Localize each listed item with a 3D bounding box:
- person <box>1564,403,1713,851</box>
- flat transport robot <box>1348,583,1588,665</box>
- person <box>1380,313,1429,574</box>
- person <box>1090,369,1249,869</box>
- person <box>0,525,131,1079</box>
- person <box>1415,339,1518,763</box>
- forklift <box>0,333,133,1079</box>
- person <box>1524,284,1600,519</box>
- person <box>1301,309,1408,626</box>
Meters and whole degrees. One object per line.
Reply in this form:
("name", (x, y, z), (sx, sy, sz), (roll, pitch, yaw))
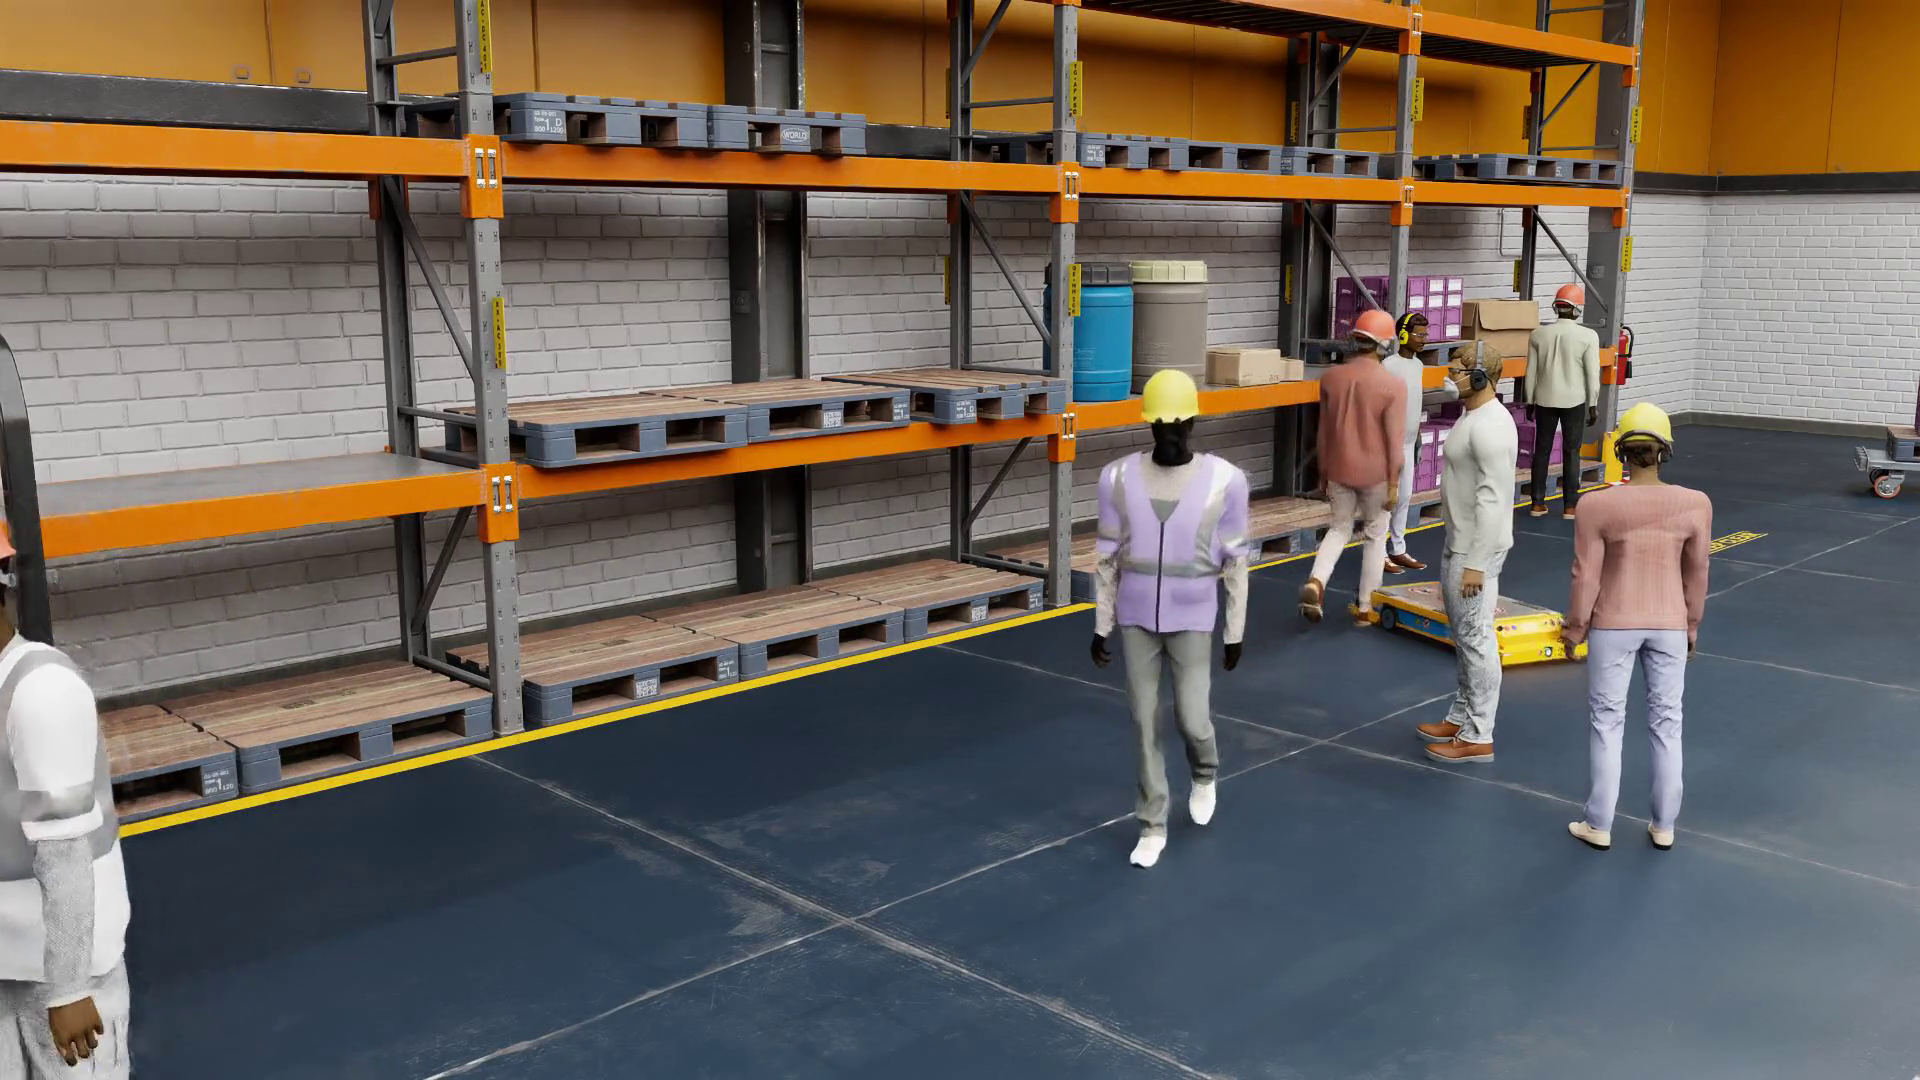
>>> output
("person", (2.638, 0.347, 6.514), (0.523, 1.763, 0.329), (1, 10, 5))
("flat transport robot", (3.016, 0.465, 9.936), (0.652, 0.197, 1.431), (-4, 11, -22))
("person", (3.162, -0.689, 11.910), (0.508, 1.860, 0.334), (-10, 14, -42))
("person", (0.815, 0.285, 6.440), (0.592, 1.909, 0.551), (4, 11, 20))
("person", (-1.876, 0.821, 3.538), (0.581, 1.905, 0.716), (8, 13, 36))
("person", (2.342, 0.052, 7.639), (0.362, 1.939, 0.636), (2, 11, 9))
("forklift", (-3.289, 0.485, 4.582), (1.214, 2.155, 2.313), (-10, 14, -44))
("person", (5.141, -1.180, 14.204), (0.623, 1.992, 0.397), (8, 13, 37))
("person", (2.402, -0.416, 10.106), (0.617, 1.968, 0.677), (9, 14, 40))
